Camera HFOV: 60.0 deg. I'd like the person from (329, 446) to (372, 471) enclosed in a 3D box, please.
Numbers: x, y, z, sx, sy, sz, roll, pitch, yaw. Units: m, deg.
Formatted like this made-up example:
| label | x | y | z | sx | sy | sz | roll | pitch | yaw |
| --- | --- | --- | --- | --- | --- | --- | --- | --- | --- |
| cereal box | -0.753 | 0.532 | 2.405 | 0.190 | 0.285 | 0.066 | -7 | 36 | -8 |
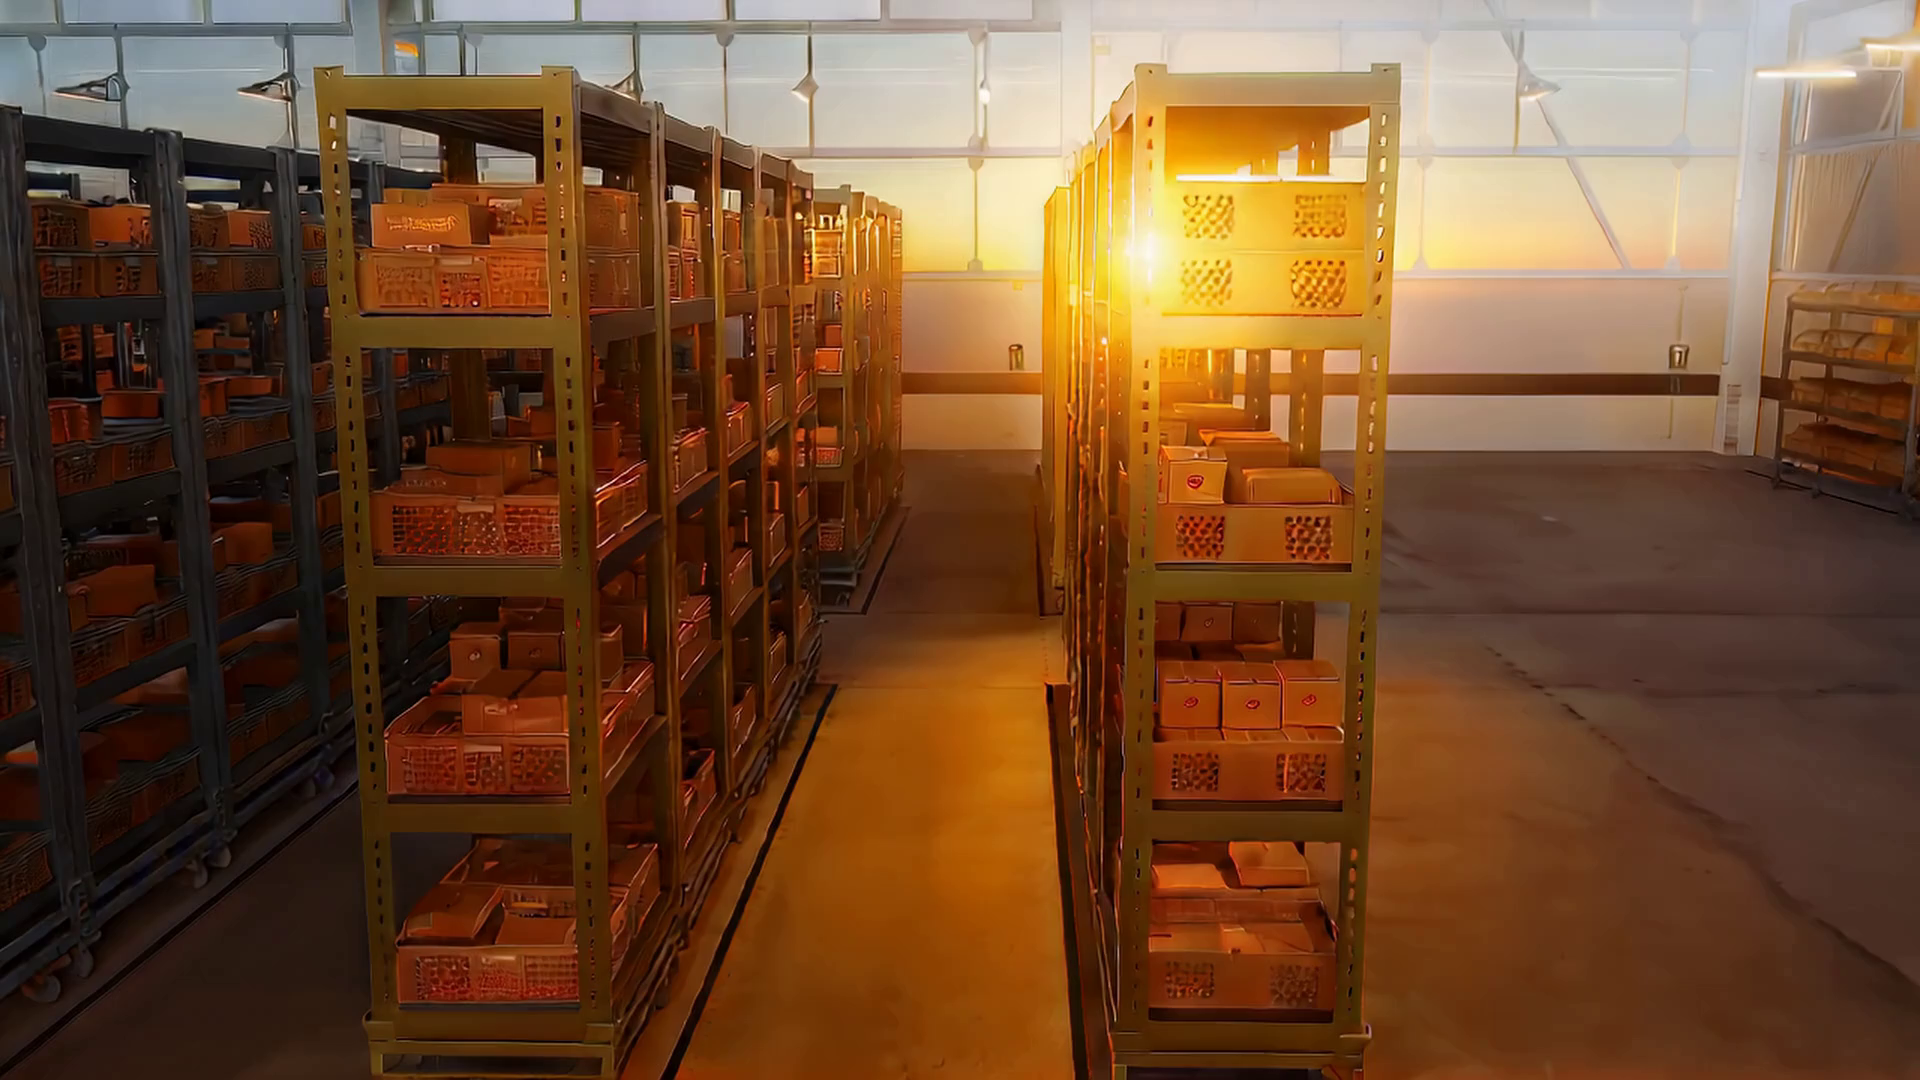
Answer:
| label | x | y | z | sx | sy | sz | roll | pitch | yaw |
| --- | --- | --- | --- | --- | --- | --- | --- | --- | --- |
| person | -4.701 | -0.129 | 12.799 | 0.393 | 1.985 | 0.611 | -4 | 11 | -24 |
